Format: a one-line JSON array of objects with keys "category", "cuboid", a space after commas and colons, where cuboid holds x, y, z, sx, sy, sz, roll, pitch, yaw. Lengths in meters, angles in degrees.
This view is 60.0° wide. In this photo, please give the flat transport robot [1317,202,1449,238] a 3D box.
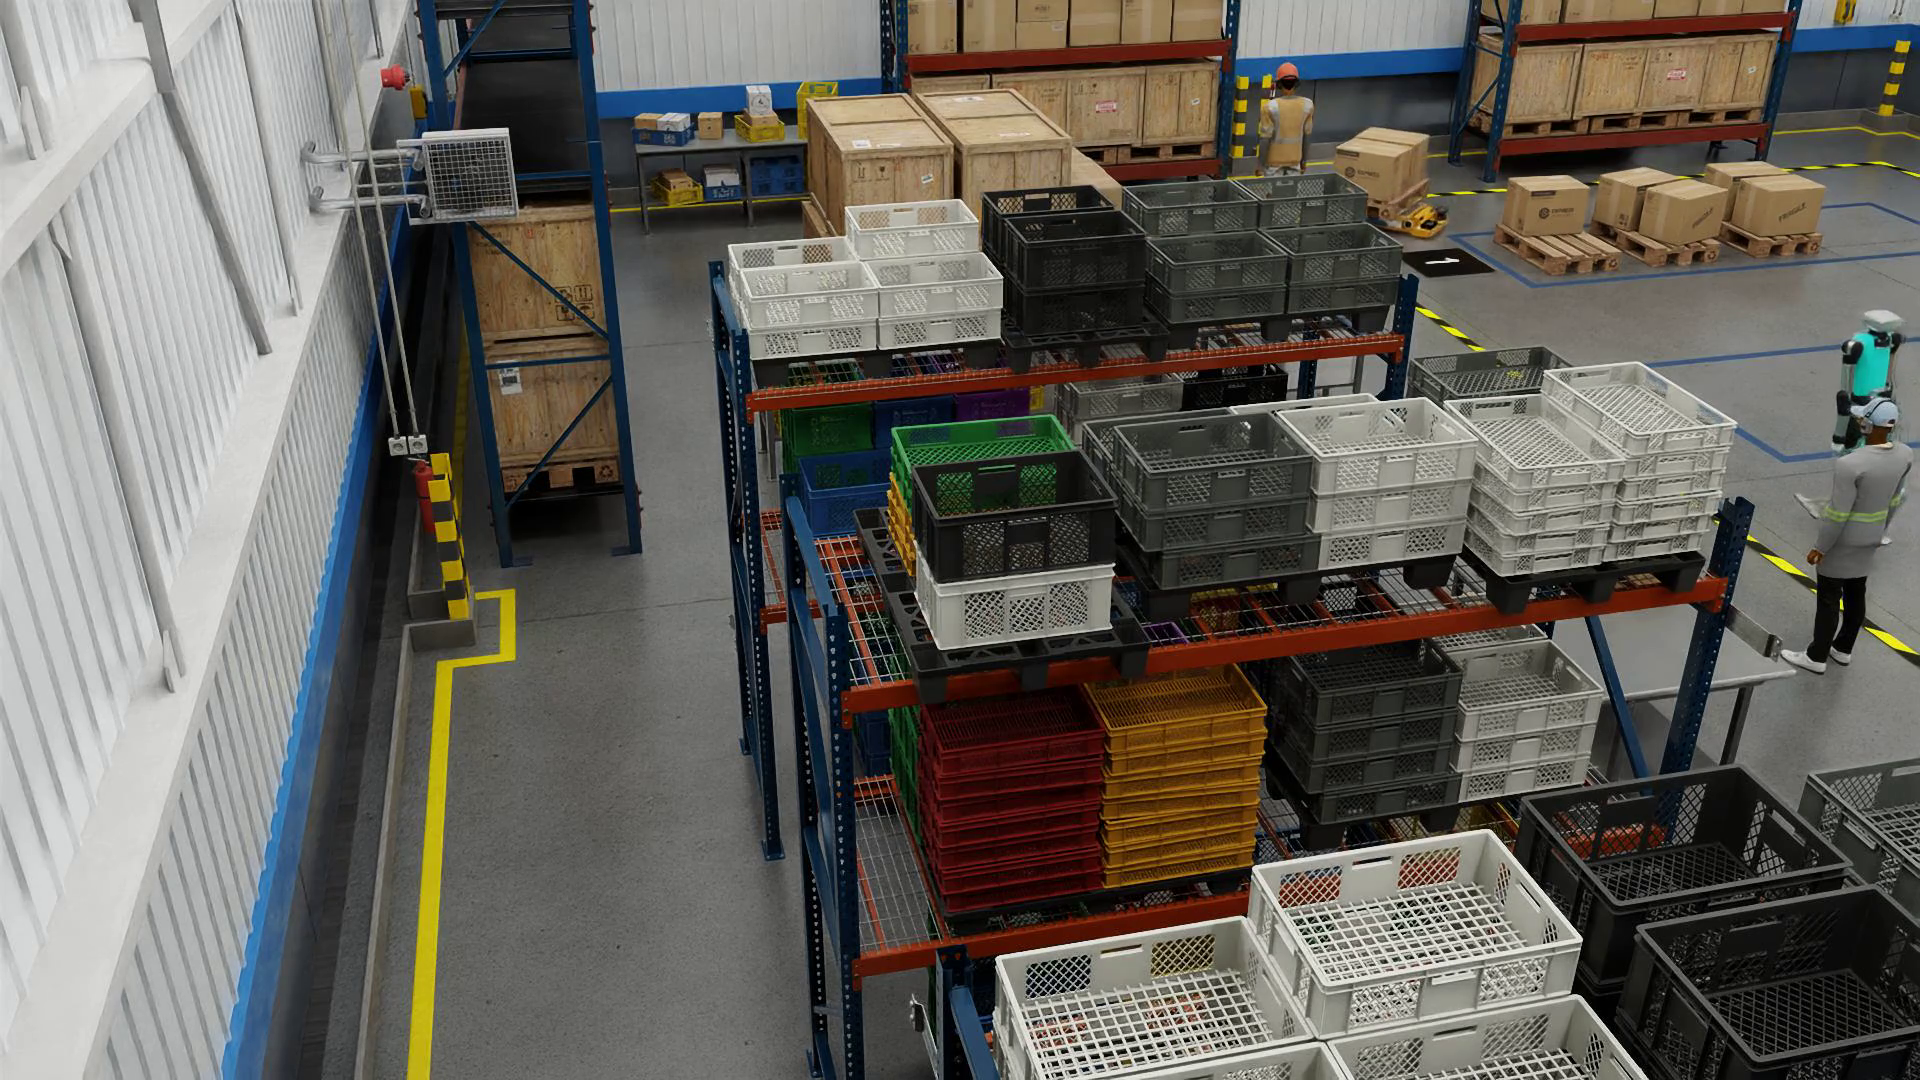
[{"category": "flat transport robot", "cuboid": [4.840, -3.771, 19.171, 1.431, 0.197, 0.652, 17, 32, 29]}]

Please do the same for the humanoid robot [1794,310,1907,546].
[{"category": "humanoid robot", "cuboid": [6.557, -0.739, 11.870, 0.536, 1.733, 1.031, -14, 31, -25]}]

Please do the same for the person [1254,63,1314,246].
[{"category": "person", "cuboid": [3.463, -4.107, 17.952, 0.607, 2.031, 0.406, -7, 29, -13]}]

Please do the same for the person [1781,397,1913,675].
[{"category": "person", "cuboid": [5.552, -0.034, 10.412, 0.595, 1.850, 0.398, -12, 30, -21]}]

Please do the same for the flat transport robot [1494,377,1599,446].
[{"category": "flat transport robot", "cuboid": [4.780, -1.036, 14.013, 0.659, 0.231, 1.431, -6, 28, -12]}]
